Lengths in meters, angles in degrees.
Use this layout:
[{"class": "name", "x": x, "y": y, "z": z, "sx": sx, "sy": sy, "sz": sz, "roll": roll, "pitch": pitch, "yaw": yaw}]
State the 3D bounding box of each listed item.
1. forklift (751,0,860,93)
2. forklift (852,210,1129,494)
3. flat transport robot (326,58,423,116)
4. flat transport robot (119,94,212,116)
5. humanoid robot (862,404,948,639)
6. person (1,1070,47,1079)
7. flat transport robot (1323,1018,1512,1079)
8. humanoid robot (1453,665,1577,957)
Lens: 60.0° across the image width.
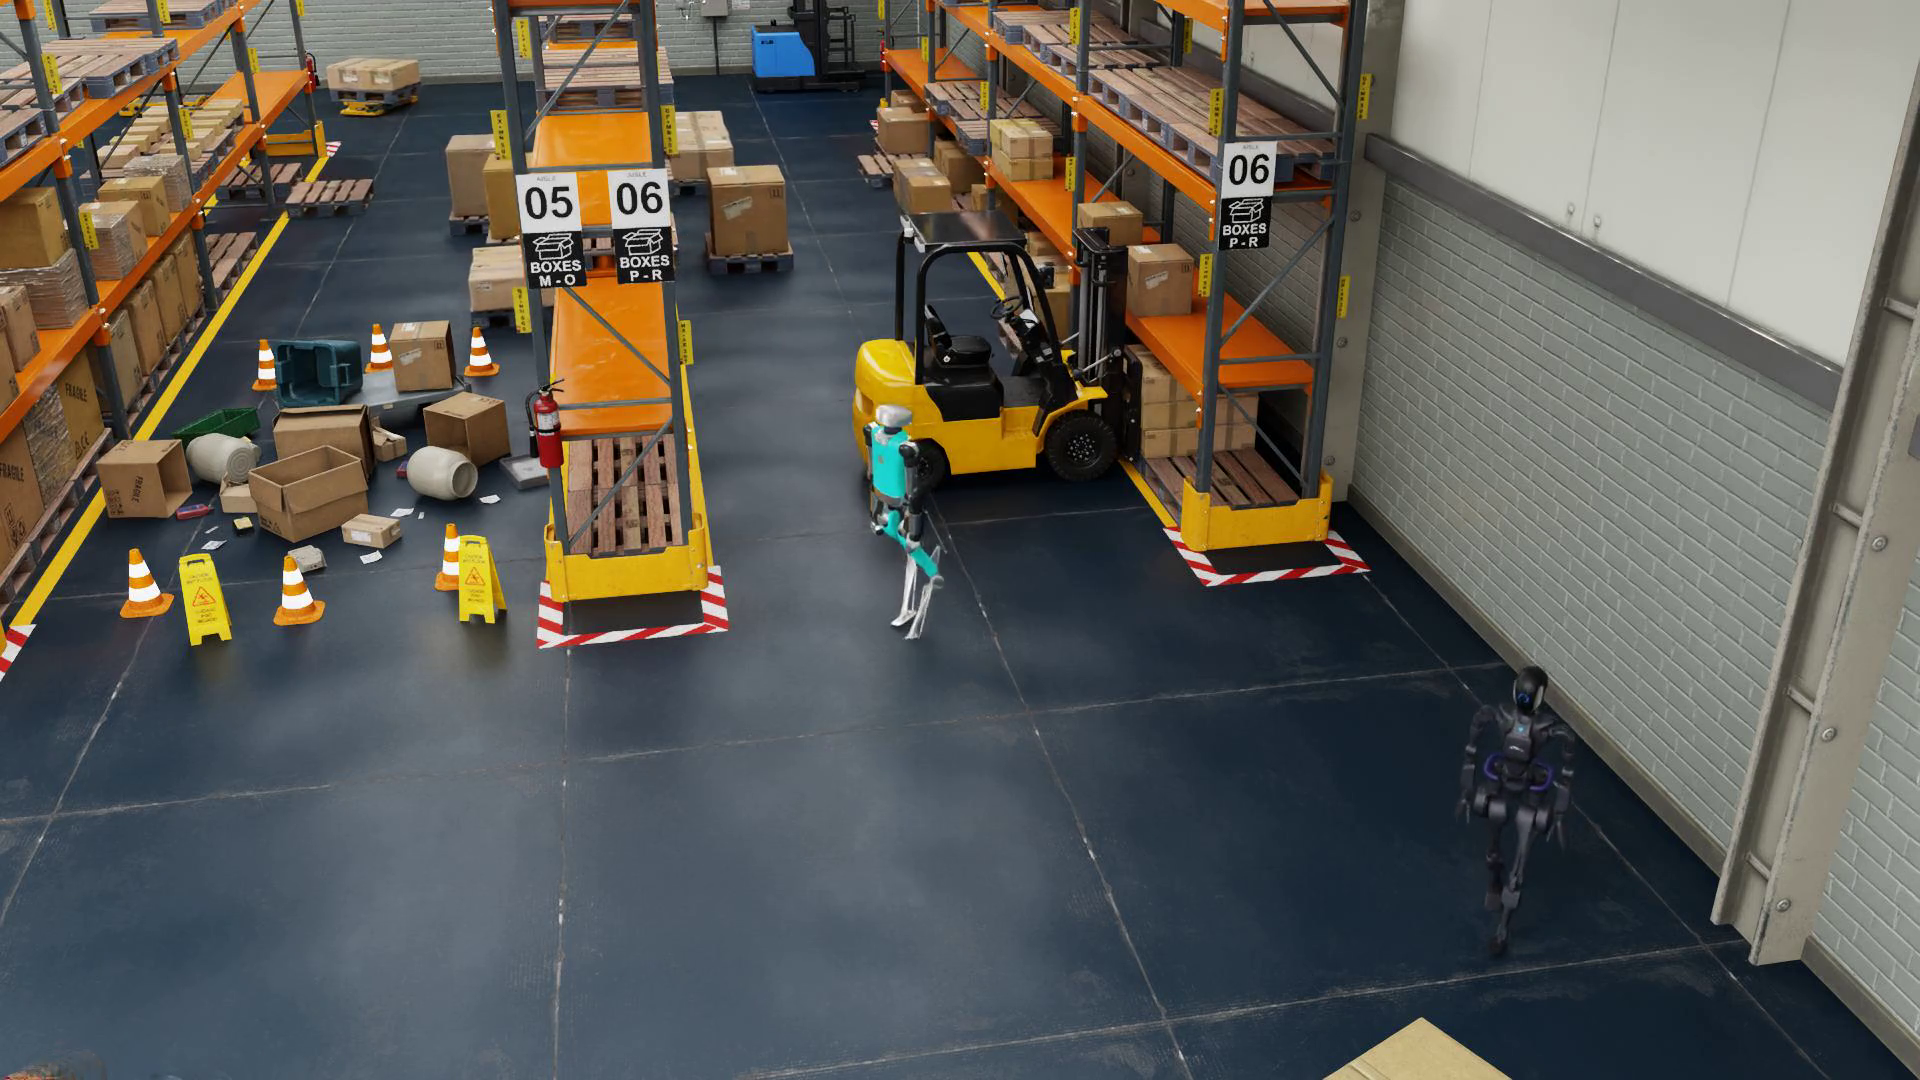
[{"class": "forklift", "x": -2.872, "y": -9.679, "z": 30.288, "sx": 1.873, "sy": 2.768, "sz": 1.129, "roll": -5, "pitch": 26, "yaw": -10}, {"class": "forklift", "x": 0.216, "y": -1.659, "z": 14.366, "sx": 2.313, "sy": 2.155, "sz": 1.214, "roll": -5, "pitch": 26, "yaw": -10}, {"class": "flat transport robot", "x": -10.127, "y": -7.629, "z": 29.018, "sx": 0.659, "sy": 0.231, "sz": 1.431, "roll": 6, "pitch": 26, "yaw": 12}, {"class": "flat transport robot", "x": -13.718, "y": -7.518, "z": 28.787, "sx": 1.431, "sy": 0.231, "sz": 0.659, "roll": -5, "pitch": 26, "yaw": -10}, {"class": "humanoid robot", "x": -0.316, "y": -0.148, "z": 11.763, "sx": 0.671, "sy": 1.804, "sz": 0.557, "roll": -21, "pitch": 32, "yaw": -36}, {"class": "person", "x": -3.063, "y": 2.575, "z": 5.980, "sx": 0.596, "sy": 1.813, "sz": 0.458, "roll": 9, "pitch": 27, "yaw": 18}, {"class": "flat transport robot", "x": 1.706, "y": 3.192, "z": 6.482, "sx": 1.431, "sy": 0.231, "sz": 0.659, "roll": -5, "pitch": 26, "yaw": -10}, {"class": "humanoid robot", "x": 2.891, "y": 1.371, "z": 8.672, "sx": 0.602, "sy": 1.632, "sz": 0.746, "roll": 14, "pitch": 29, "yaw": 26}]
